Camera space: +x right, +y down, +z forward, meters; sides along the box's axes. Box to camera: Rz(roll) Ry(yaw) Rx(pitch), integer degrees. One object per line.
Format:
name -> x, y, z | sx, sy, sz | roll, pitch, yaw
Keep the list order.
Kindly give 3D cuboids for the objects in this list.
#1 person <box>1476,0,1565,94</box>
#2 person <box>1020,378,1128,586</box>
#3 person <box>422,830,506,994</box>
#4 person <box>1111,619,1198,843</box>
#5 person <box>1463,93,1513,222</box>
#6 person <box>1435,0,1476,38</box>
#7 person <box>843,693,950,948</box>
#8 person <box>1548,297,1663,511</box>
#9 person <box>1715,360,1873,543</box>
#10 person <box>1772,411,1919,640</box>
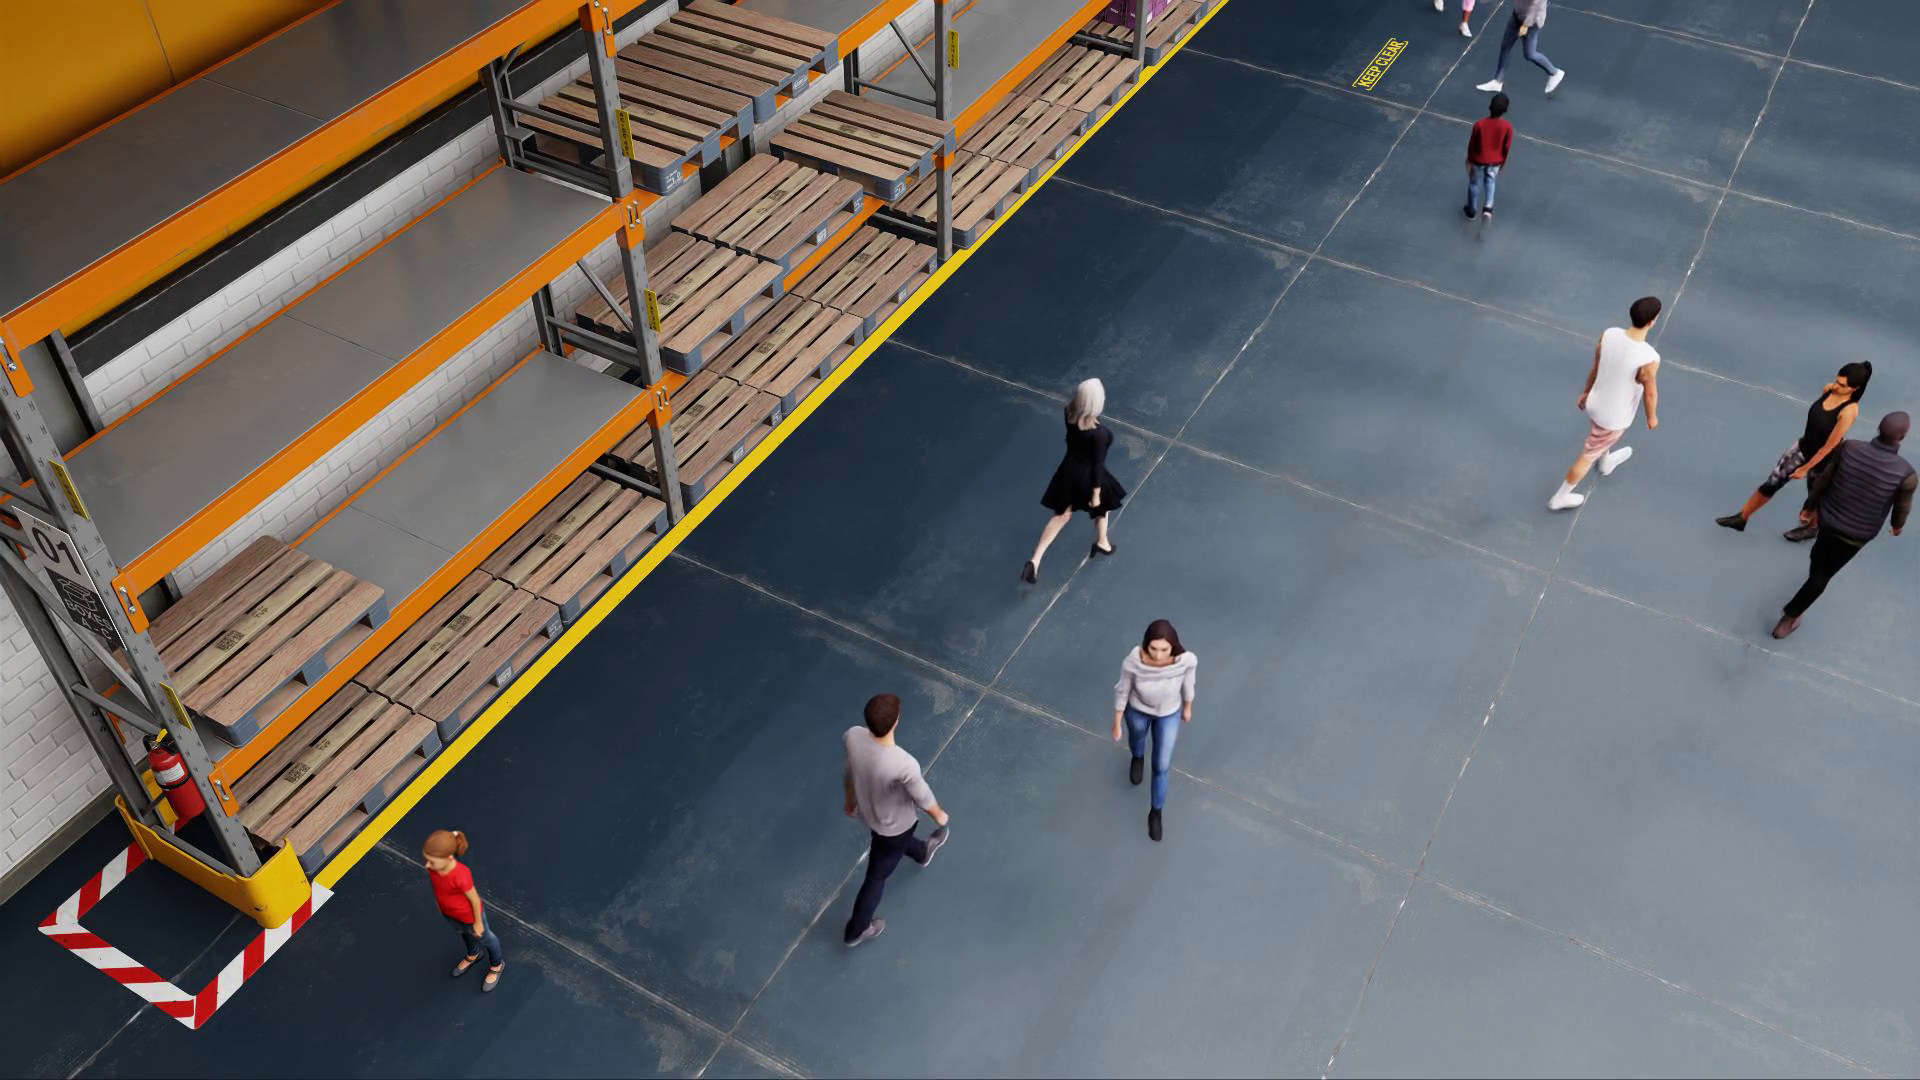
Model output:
person -> 5.734, -5.206, 16.530 | 1.004, 1.713, 1.070 | 0, 44, 0
person -> 0.781, -0.365, 11.450 | 1.195, 1.712, 0.883 | -28, 50, -26
person -> -2.758, 2.031, 9.226 | 0.472, 1.310, 0.482 | 23, 48, 23
person -> 1.163, 0.987, 10.115 | 0.891, 1.596, 1.074 | 3, 44, 3
person -> 4.749, -3.406, 14.980 | 0.621, 1.246, 0.693 | 3, 44, 4
person -> 5.354, -6.334, 17.724 | 1.080, 1.700, 1.217 | -6, 44, -6
person -> -0.486, 1.609, 9.323 | 1.261, 1.788, 0.896 | -33, 53, -30
person -> 4.626, -0.920, 12.018 | 1.188, 1.734, 1.046 | -17, 46, -17
person -> 6.149, -0.596, 11.747 | 0.998, 1.636, 1.002 | -4, 44, -4
person -> 5.836, -0.056, 11.069 | 1.226, 1.791, 0.990 | -27, 50, -25
